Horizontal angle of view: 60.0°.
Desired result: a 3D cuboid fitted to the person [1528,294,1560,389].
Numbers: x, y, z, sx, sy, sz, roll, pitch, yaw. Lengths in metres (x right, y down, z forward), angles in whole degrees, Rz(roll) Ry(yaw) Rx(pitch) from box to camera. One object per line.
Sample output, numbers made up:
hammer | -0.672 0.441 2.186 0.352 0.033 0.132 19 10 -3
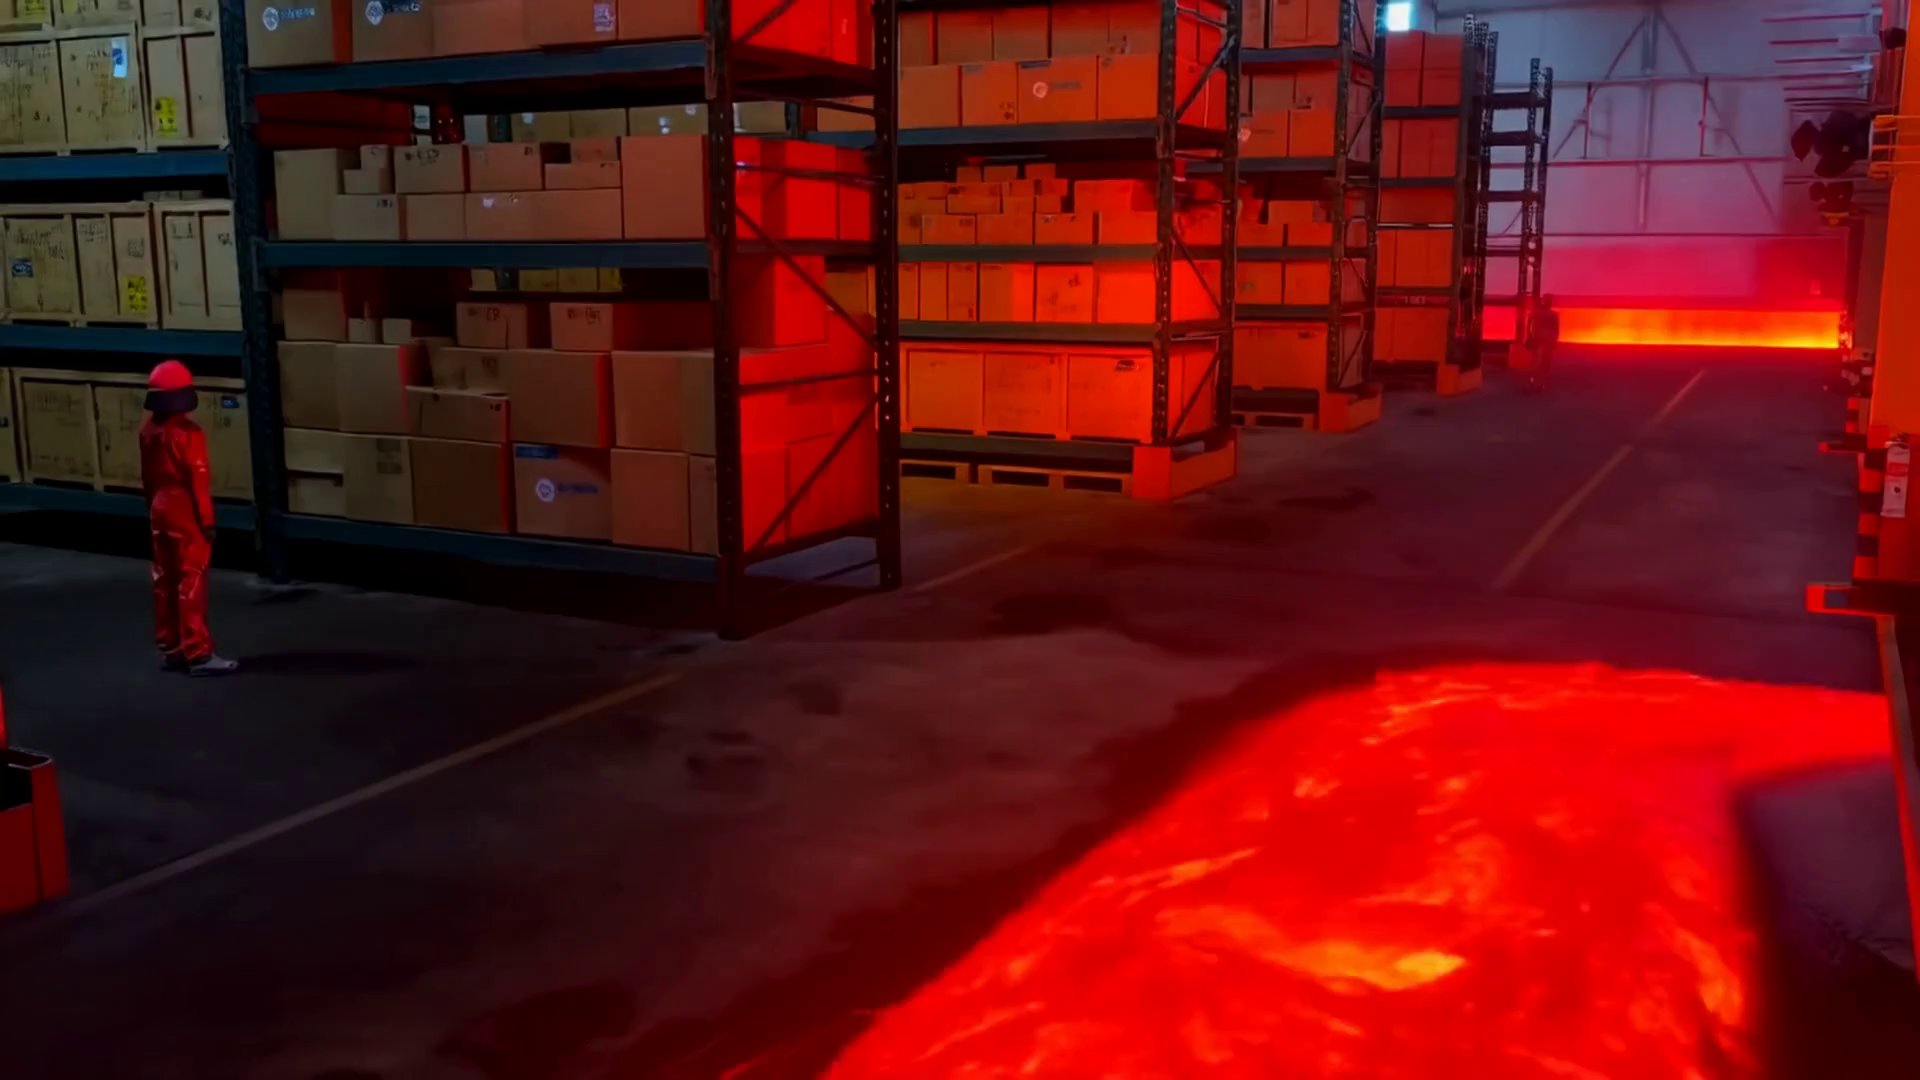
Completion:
person | 10.015 -3.394 28.513 0.542 1.622 0.370 8 13 39

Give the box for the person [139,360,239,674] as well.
person | -4.319 -0.124 9.246 0.488 1.746 0.287 5 11 27
